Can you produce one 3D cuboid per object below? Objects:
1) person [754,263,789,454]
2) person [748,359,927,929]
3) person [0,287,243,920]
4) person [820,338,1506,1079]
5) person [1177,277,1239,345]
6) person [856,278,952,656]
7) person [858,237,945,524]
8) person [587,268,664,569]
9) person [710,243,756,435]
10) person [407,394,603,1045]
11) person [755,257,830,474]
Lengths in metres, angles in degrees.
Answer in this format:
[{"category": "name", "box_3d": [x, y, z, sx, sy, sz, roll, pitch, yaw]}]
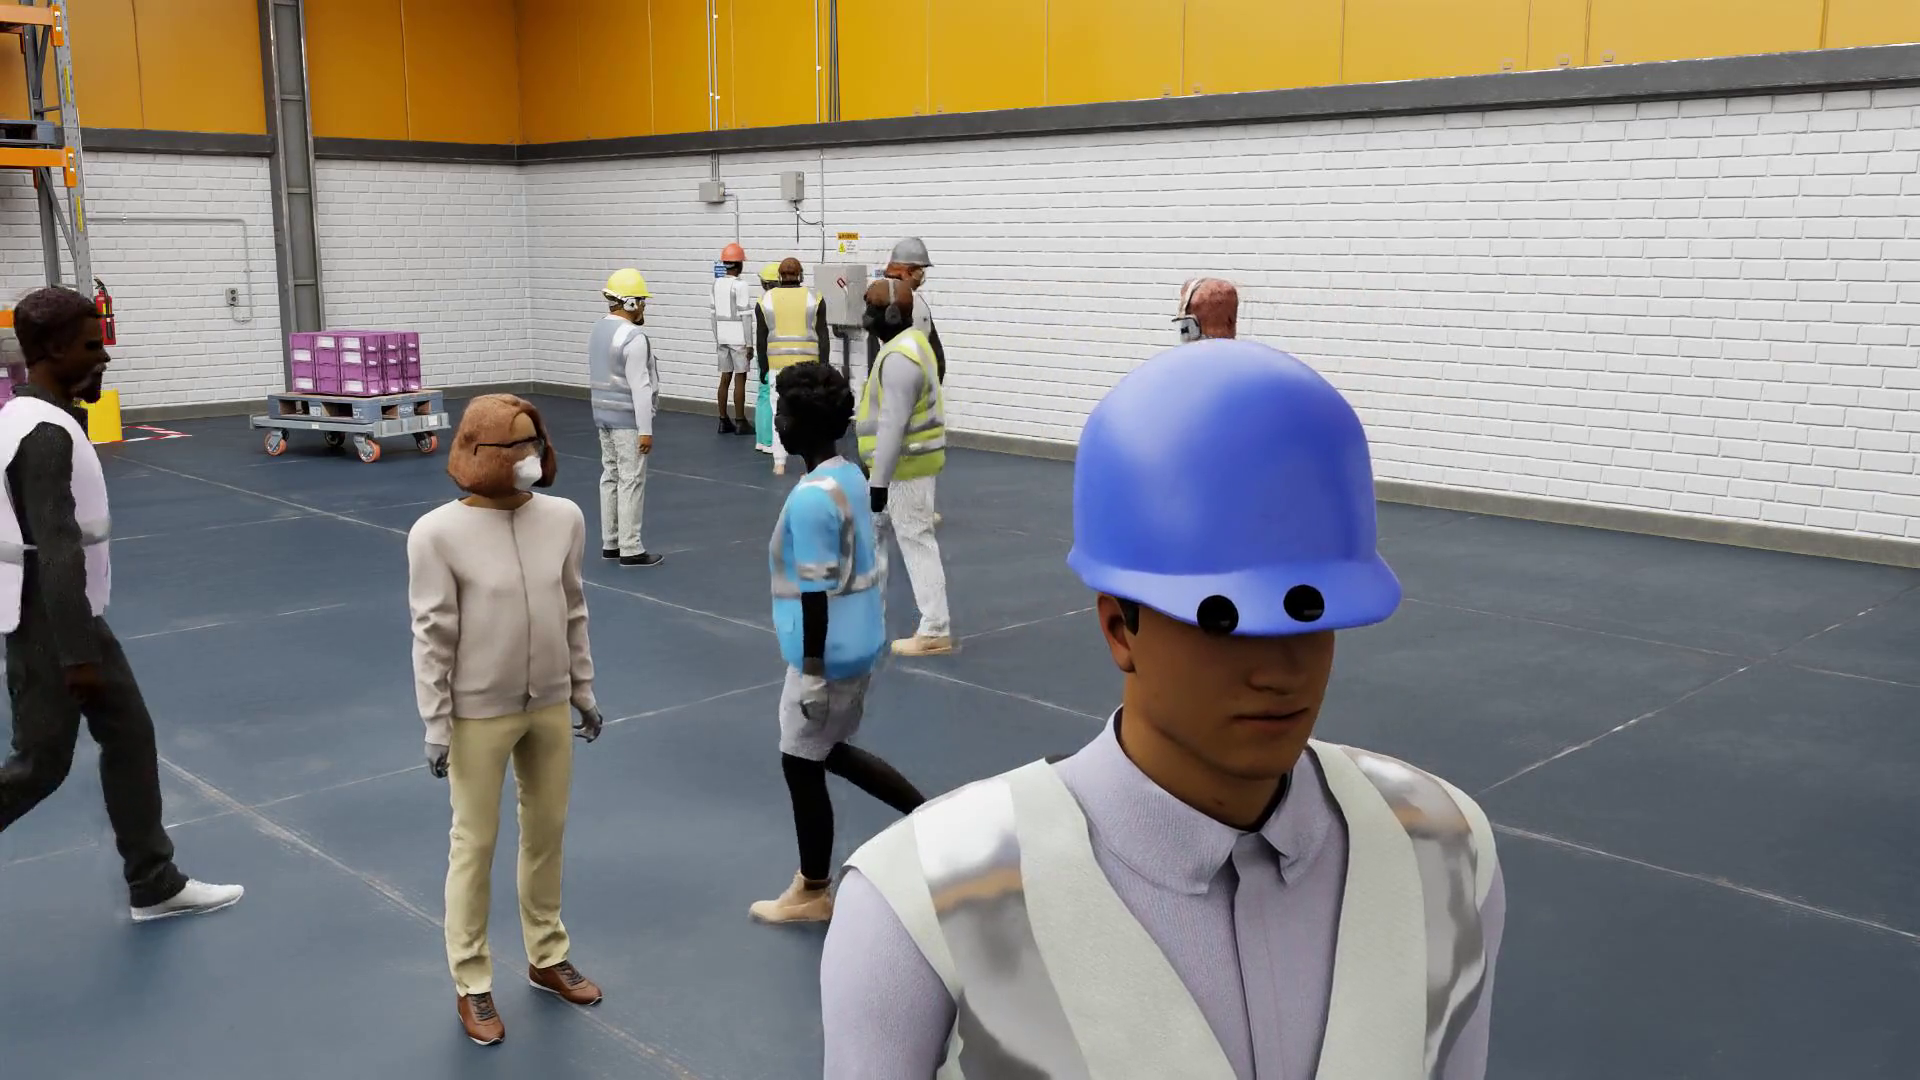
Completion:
[{"category": "person", "box_3d": [-1.744, -1.681, 15.460, 0.331, 1.768, 0.527, -3, 11, -17]}, {"category": "person", "box_3d": [-0.309, 0.321, 4.786, 0.582, 1.679, 0.533, 2, 11, 9]}, {"category": "person", "box_3d": [-2.625, 0.237, 4.696, 0.905, 1.881, 0.622, -5, 12, -26]}, {"category": "person", "box_3d": [0.180, 0.811, 1.375, 0.605, 1.948, 0.391, -4, 11, -23]}, {"category": "person", "box_3d": [0.925, 0.033, 5.787, 0.655, 1.882, 0.591, -5, 12, -27]}, {"category": "person", "box_3d": [-0.379, -0.334, 7.977, 0.768, 1.811, 0.659, 0, 10, -1]}, {"category": "person", "box_3d": [-0.427, -1.109, 11.590, 0.659, 2.000, 0.694, -4, 11, -20]}, {"category": "person", "box_3d": [-2.035, -0.738, 10.177, 0.404, 1.824, 0.586, -9, 13, -39]}, {"category": "person", "box_3d": [-2.282, -2.035, 16.919, 0.552, 1.937, 0.359, 9, 14, 41]}, {"category": "person", "box_3d": [-1.144, 0.441, 4.246, 0.274, 1.633, 0.508, 9, 14, 42]}, {"category": "person", "box_3d": [-1.409, -1.467, 14.105, 0.621, 1.838, 0.429, 0, 10, 0]}]
